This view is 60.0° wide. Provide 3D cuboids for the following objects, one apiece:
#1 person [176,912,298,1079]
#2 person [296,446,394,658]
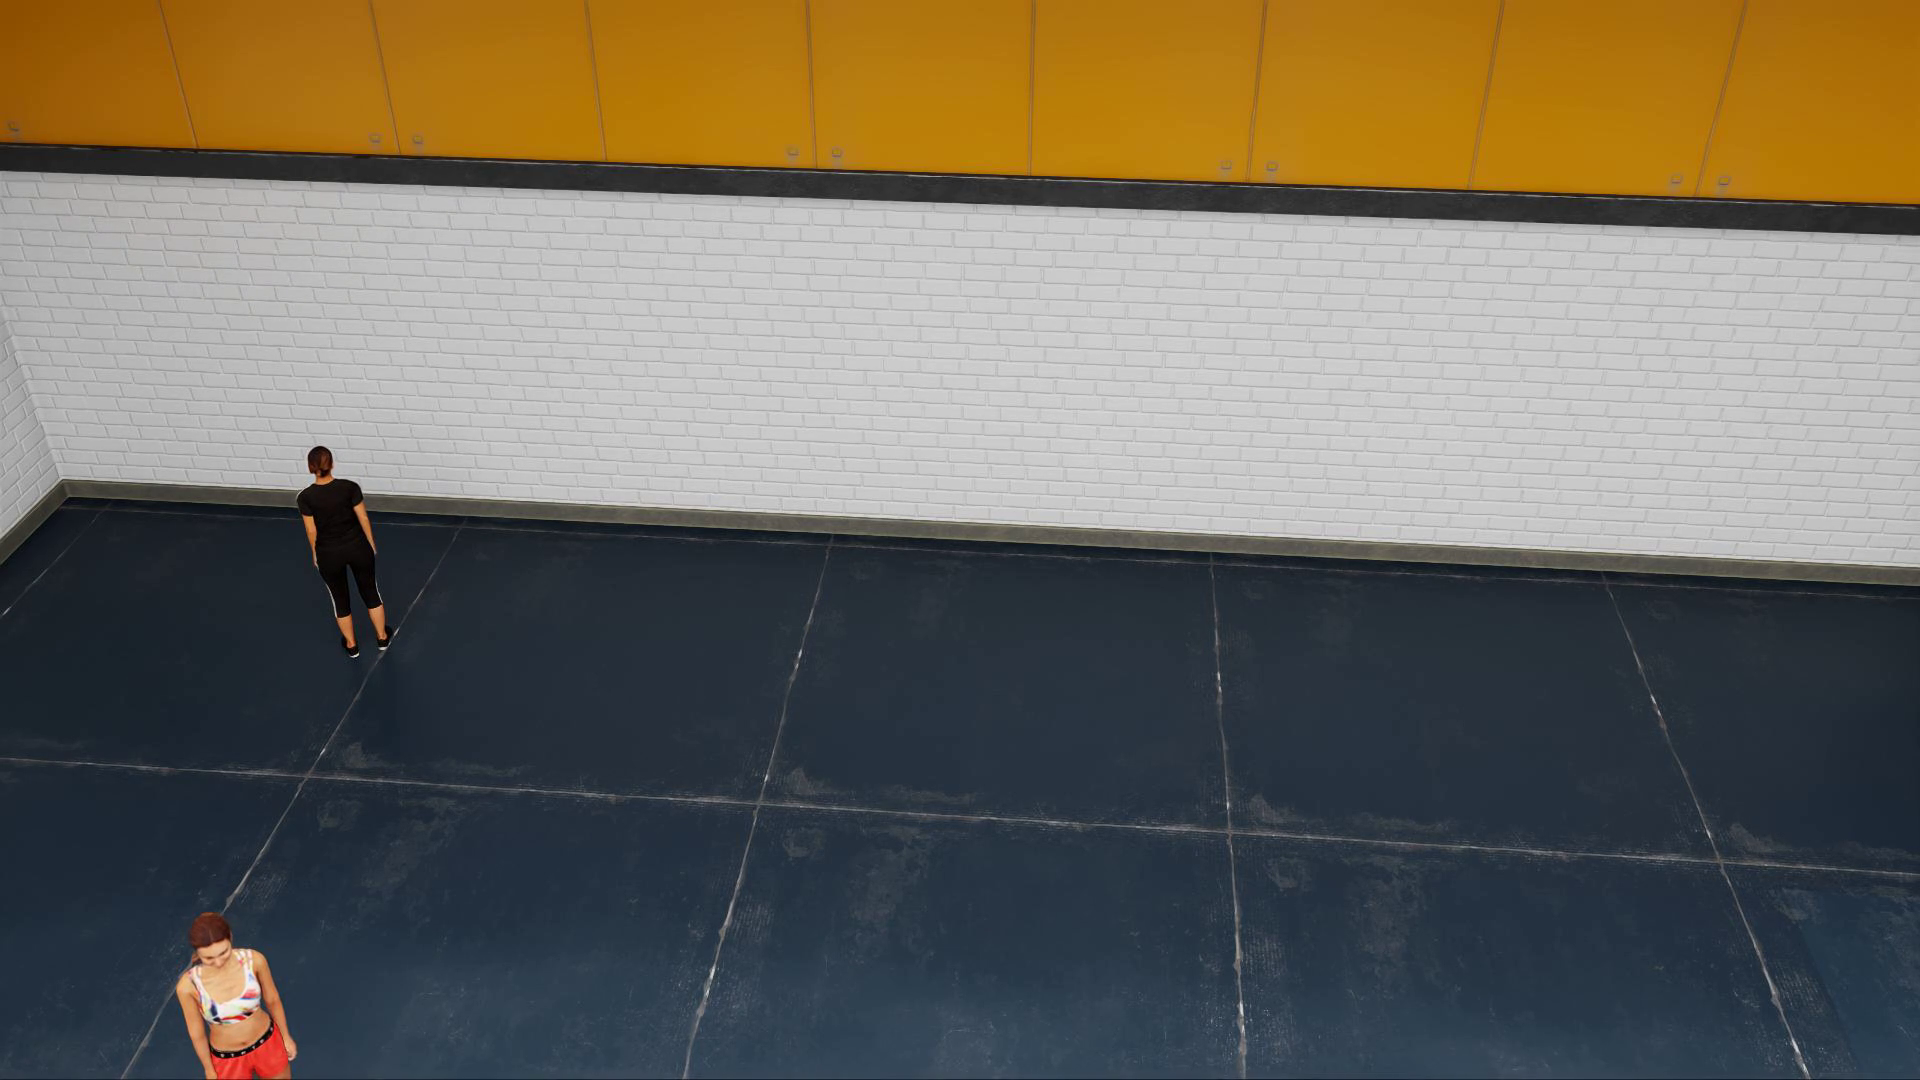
[{"bbox_3d":[-3.406,2.439,7.944,0.675,1.788,0.725,-21,39,-28],"label":"person"},{"bbox_3d":[-4.306,0.073,11.611,0.662,1.669,0.668,-14,36,-19],"label":"person"}]
